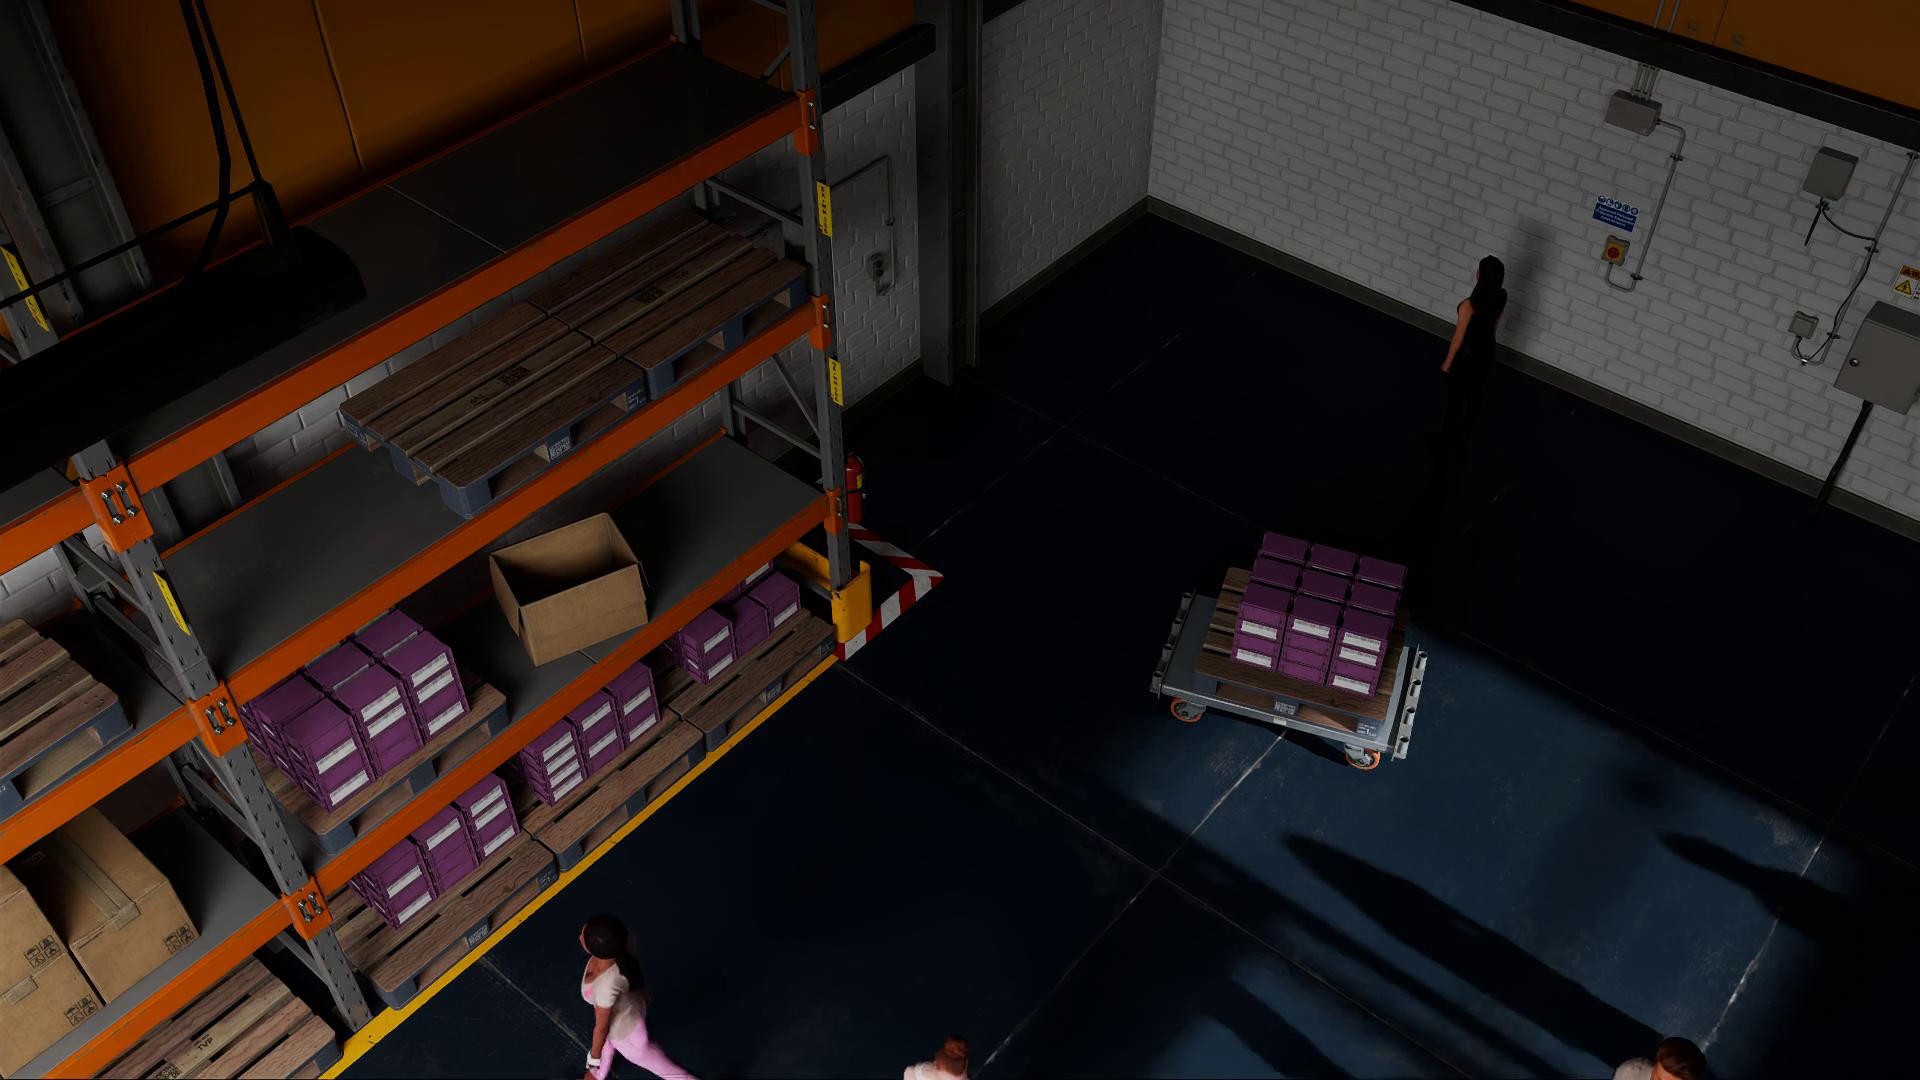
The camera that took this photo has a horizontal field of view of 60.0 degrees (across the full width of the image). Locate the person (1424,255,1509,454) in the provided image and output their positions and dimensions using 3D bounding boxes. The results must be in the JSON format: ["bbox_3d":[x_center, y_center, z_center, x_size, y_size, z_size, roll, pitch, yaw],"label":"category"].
[{"bbox_3d":[3.814,-1.380,12.415,0.619,1.688,0.725,-18,47,-18],"label":"person"}]

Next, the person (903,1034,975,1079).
[{"bbox_3d":[-0.032,2.787,8.009,0.651,1.732,1.153,26,50,25],"label":"person"}]

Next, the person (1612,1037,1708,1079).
[{"bbox_3d":[3.218,2.867,7.822,0.660,1.874,1.057,32,52,29],"label":"person"}]

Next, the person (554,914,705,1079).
[{"bbox_3d":[-1.597,2.453,8.389,1.134,1.691,1.161,1,44,1],"label":"person"}]
